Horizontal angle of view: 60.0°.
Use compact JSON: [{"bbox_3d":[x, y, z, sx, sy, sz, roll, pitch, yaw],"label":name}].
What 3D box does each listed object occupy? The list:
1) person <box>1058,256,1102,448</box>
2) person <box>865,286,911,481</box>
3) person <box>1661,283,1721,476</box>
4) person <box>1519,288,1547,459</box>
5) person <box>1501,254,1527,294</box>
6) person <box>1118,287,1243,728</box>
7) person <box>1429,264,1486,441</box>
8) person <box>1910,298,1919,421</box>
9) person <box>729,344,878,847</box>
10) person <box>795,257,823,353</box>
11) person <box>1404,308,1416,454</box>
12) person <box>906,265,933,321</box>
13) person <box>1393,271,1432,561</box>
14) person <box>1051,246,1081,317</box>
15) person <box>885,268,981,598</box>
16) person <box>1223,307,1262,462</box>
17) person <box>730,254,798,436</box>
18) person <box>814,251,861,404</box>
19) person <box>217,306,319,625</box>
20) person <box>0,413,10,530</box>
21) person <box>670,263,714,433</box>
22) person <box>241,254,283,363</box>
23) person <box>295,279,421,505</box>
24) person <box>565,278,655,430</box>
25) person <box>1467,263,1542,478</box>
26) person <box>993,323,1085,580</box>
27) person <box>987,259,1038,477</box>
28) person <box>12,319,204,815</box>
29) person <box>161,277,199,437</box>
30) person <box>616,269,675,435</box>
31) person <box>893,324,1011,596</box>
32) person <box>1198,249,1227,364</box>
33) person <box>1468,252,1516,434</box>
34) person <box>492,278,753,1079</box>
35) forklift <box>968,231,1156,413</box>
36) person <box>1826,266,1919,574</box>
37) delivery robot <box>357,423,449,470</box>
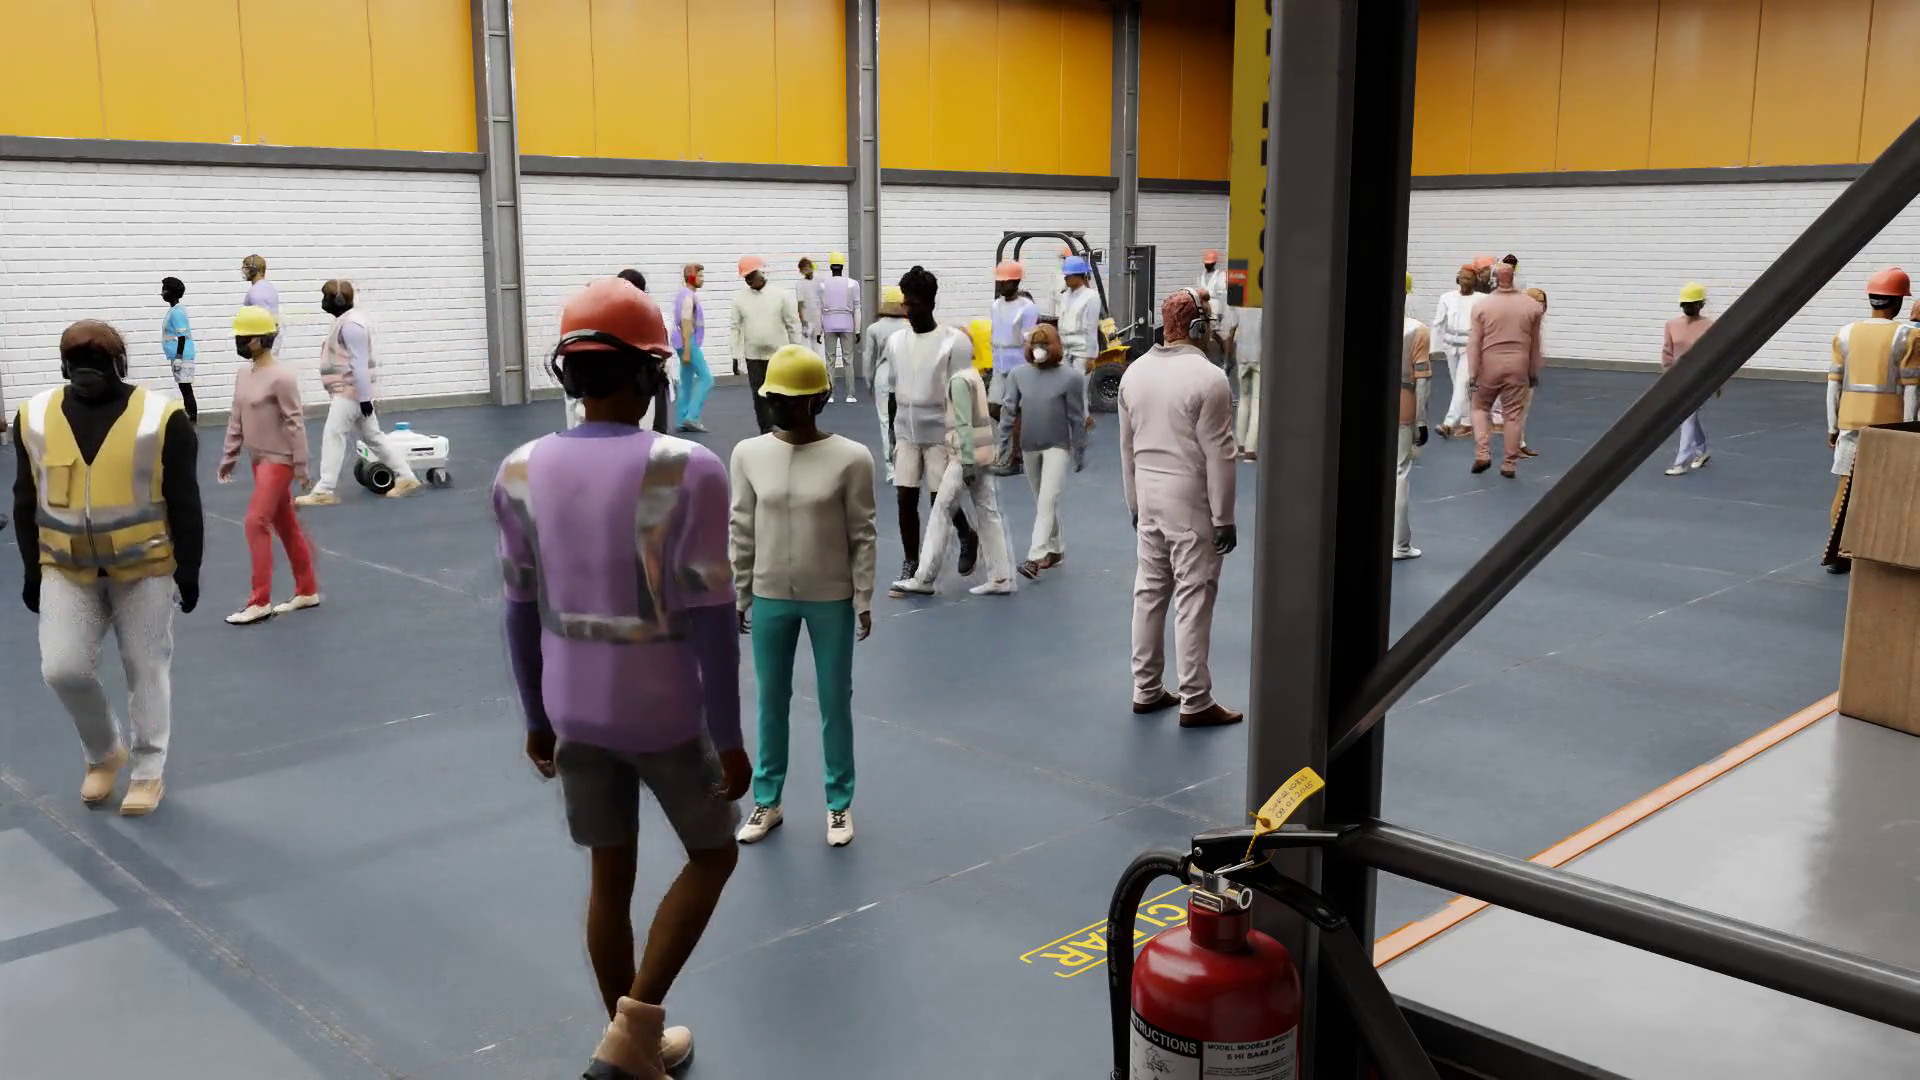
[{"bbox_3d":[1.188,-1.881,16.711,0.476,1.932,0.609,-7,13,-35],"label":"person"},{"bbox_3d":[-0.579,-1.383,14.650,0.487,1.685,0.939,-1,10,-8],"label":"person"},{"bbox_3d":[6.643,-1.463,15.000,0.883,1.718,0.520,-7,13,-35],"label":"person"},{"bbox_3d":[5.448,-1.600,15.979,0.284,1.633,0.498,8,13,36],"label":"person"},{"bbox_3d":[7.686,-3.077,23.396,0.514,1.870,0.328,2,11,10],"label":"person"},{"bbox_3d":[0.984,-0.142,7.282,0.407,1.910,0.639,-8,13,-36],"label":"person"},{"bbox_3d":[5.201,-1.949,17.347,0.587,1.813,1.033,9,14,42],"label":"person"},{"bbox_3d":[7.878,-1.180,13.676,0.310,1.640,0.514,-8,13,-37],"label":"person"},{"bbox_3d":[-0.549,0.202,5.797,0.526,1.765,0.330,2,11,8],"label":"person"},{"bbox_3d":[-2.069,-3.053,23.399,0.335,1.832,0.653,7,12,32],"label":"person"},{"bbox_3d":[3.921,-1.733,15.592,1.034,2.000,0.690,-2,11,-12],"label":"person"},{"bbox_3d":[-0.642,-3.228,24.713,0.538,1.695,0.319,4,11,20],"label":"person"},{"bbox_3d":[2.815,-0.829,10.973,0.586,1.928,0.380,8,13,36],"label":"person"},{"bbox_3d":[1.503,-3.121,23.323,1.073,1.993,0.629,-5,12,-26],"label":"person"},{"bbox_3d":[-0.158,-0.642,9.901,0.621,1.943,0.659,6,12,31],"label":"person"},{"bbox_3d":[2.814,-1.673,15.879,0.534,1.818,0.807,5,12,26],"label":"person"},{"bbox_3d":[-1.933,-1.817,16.300,0.645,1.947,0.535,1,10,3],"label":"person"},{"bbox_3d":[-1.548,-2.686,21.098,0.587,1.927,0.363,-1,10,-5],"label":"person"},{"bbox_3d":[-3.920,-0.412,9.221,0.533,1.742,0.743,10,14,43],"label":"person"},{"bbox_3d":[-6.813,-0.879,11.314,0.570,1.899,0.842,2,11,13],"label":"person"},{"bbox_3d":[-2.875,-2.059,17.949,0.498,1.828,0.562,-3,11,-16],"label":"person"},{"bbox_3d":[-7.211,-1.982,17.230,0.353,1.937,0.635,-2,11,-11],"label":"person"},{"bbox_3d":[-4.830,-1.190,13.316,0.950,1.800,0.639,-4,11,-22],"label":"person"},{"bbox_3d":[-2.085,-0.605,9.876,0.573,1.883,0.356,3,11,17],"label":"person"},{"bbox_3d":[4.805,-1.495,14.732,0.669,1.884,0.524,1,10,3],"label":"person"},{"bbox_3d":[0.494,-0.551,10.381,0.518,1.584,0.872,5,12,27],"label":"person"},{"bbox_3d":[0.493,-1.531,14.810,0.545,1.926,0.546,10,14,43],"label":"person"},{"bbox_3d":[-3.116,0.109,6.111,0.651,1.832,0.448,-2,11,-12],"label":"person"},{"bbox_3d":[-8.255,-1.927,17.588,0.320,1.698,0.531,-5,12,-26],"label":"person"},{"bbox_3d":[-2.321,-0.943,11.701,0.614,1.888,0.818,9,14,40],"label":"person"},{"bbox_3d":[-0.043,-0.460,9.837,0.779,1.602,0.525,2,11,13],"label":"person"},{"bbox_3d":[4.053,-3.700,26.671,0.552,1.912,0.622,10,14,42],"label":"person"},{"bbox_3d":[5.752,-2.148,18.086,0.662,1.956,0.644,4,11,23],"label":"person"},{"bbox_3d":[-0.796,0.404,3.956,0.643,2.031,0.474,4,11,19],"label":"person"},{"bbox_3d":[1.222,-2.721,20.561,2.313,2.155,1.214,2,11,13],"label":"forklift"},{"bbox_3d":[5.700,-0.726,10.380,0.375,1.939,0.546,-8,13,-37],"label":"person"},{"bbox_3d":[-4.686,-0.745,14.007,0.707,0.478,0.477,-6,12,-30],"label":"delivery robot"}]
